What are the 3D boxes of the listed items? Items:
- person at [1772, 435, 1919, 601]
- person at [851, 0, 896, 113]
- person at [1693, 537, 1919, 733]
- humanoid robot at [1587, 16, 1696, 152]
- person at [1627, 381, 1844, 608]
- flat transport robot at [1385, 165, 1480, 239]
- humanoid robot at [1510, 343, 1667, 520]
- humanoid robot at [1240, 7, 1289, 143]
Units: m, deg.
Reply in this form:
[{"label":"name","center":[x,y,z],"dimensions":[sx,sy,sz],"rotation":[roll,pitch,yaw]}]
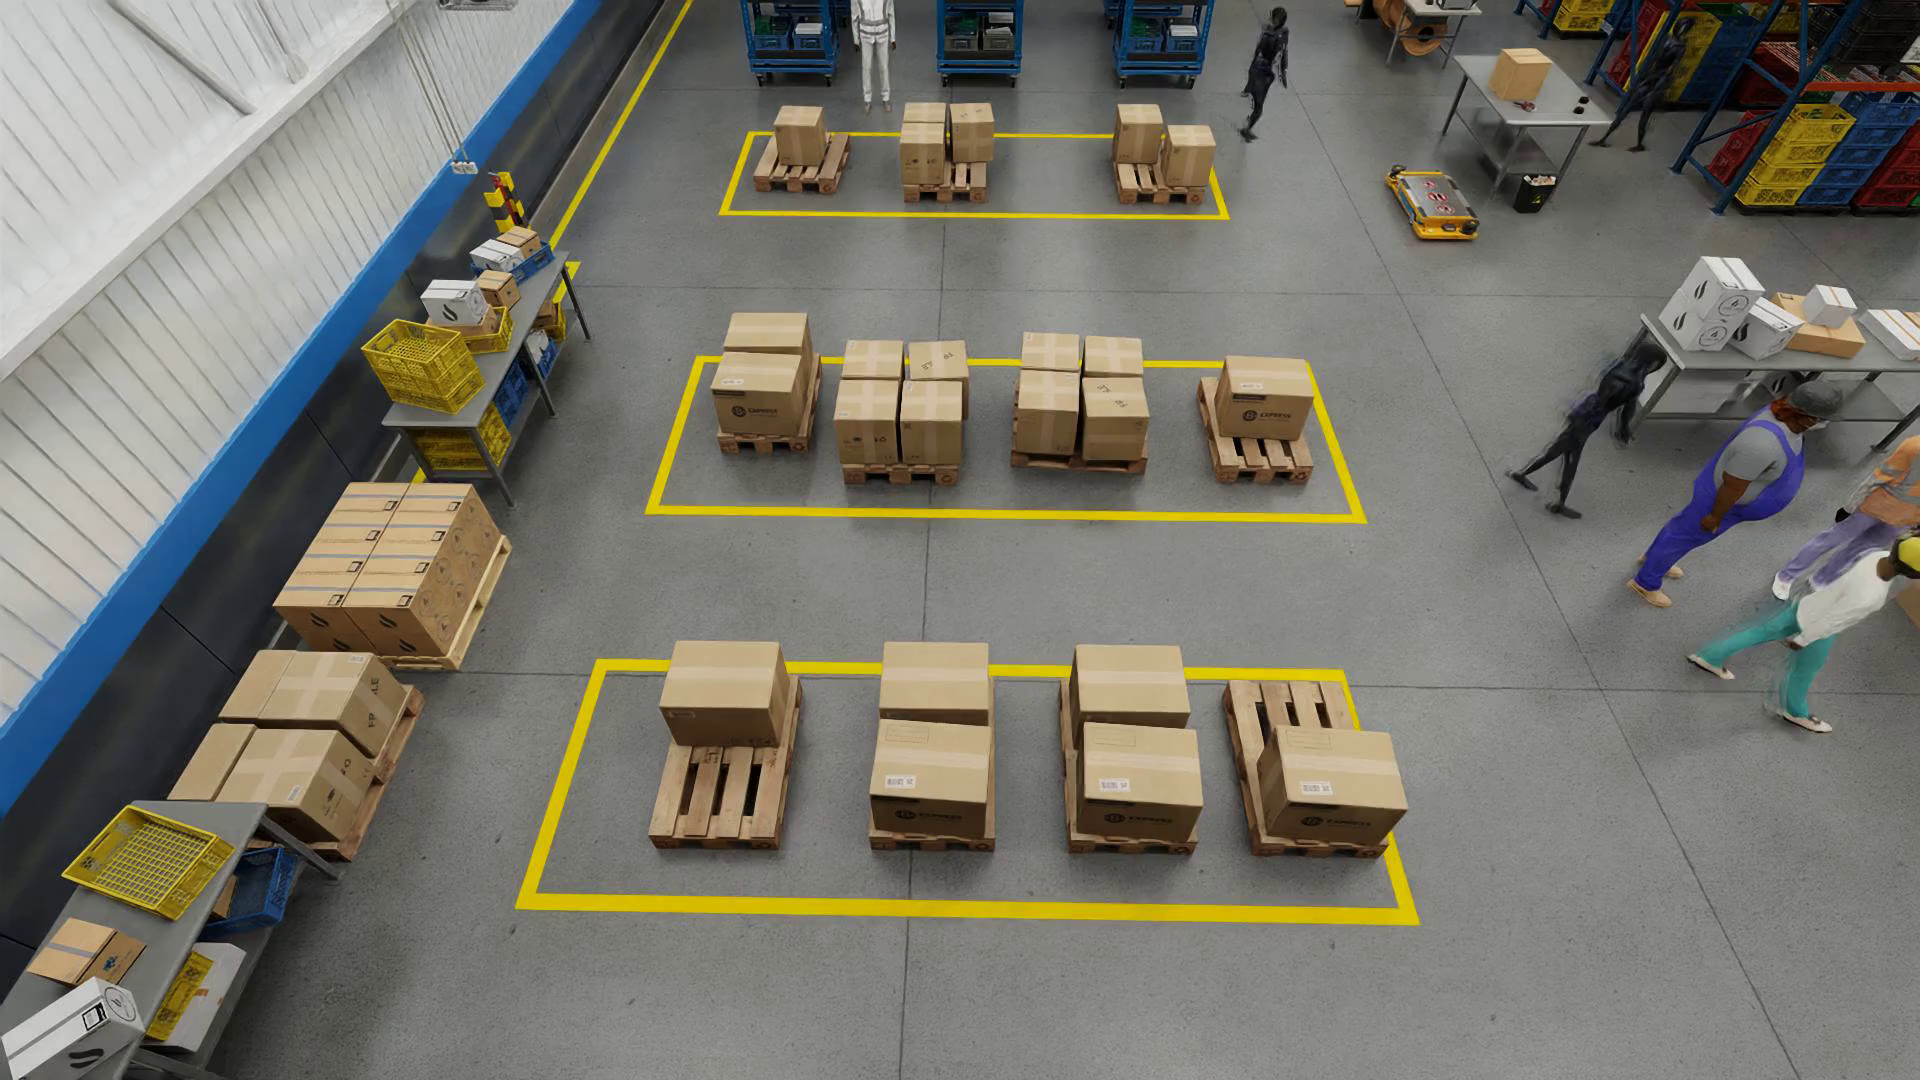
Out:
[{"label":"person","center":[6.740,-0.212,6.619],"dimensions":[0.585,1.928,0.367],"rotation":[12,50,10]},{"label":"person","center":[-1.144,-6.724,12.287],"dimensions":[0.575,1.879,0.353],"rotation":[-6,49,-5]},{"label":"person","center":[5.805,0.576,6.068],"dimensions":[0.884,1.722,0.538],"rotation":[31,56,24]},{"label":"humanoid robot","center":[8.757,-5.728,11.594],"dimensions":[0.699,1.639,0.591],"rotation":[-2,49,-2]},{"label":"person","center":[5.626,-0.325,6.644],"dimensions":[0.536,2.000,0.674],"rotation":[35,57,26]},{"label":"flat transport robot","center":[5.692,-4.094,11.059],"dimensions":[0.652,0.197,1.431],"rotation":[1,49,1]},{"label":"humanoid robot","center":[5.118,-0.904,7.405],"dimensions":[0.562,1.630,0.712],"rotation":[-34,57,-26]},{"label":"humanoid robot","center":[3.929,-5.918,11.732],"dimensions":[0.554,1.642,0.473],"rotation":[-35,58,-27]}]
